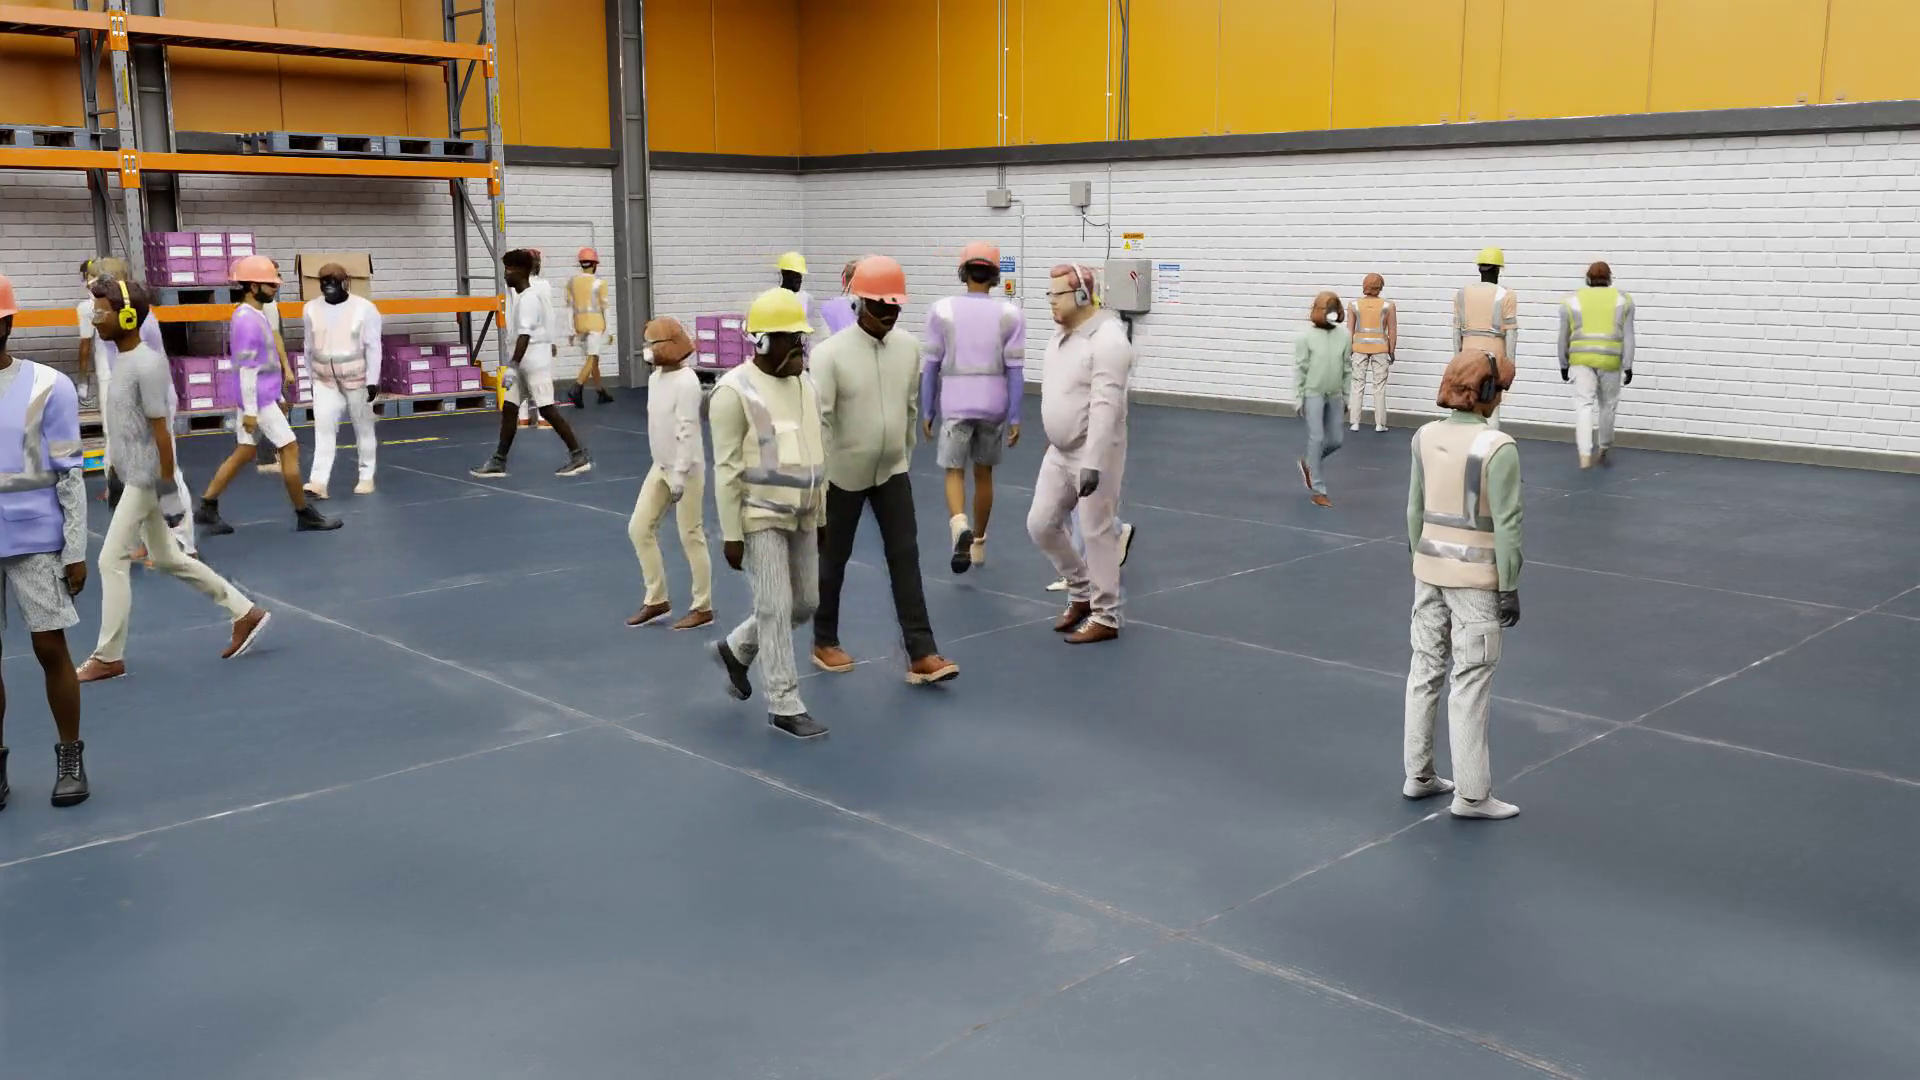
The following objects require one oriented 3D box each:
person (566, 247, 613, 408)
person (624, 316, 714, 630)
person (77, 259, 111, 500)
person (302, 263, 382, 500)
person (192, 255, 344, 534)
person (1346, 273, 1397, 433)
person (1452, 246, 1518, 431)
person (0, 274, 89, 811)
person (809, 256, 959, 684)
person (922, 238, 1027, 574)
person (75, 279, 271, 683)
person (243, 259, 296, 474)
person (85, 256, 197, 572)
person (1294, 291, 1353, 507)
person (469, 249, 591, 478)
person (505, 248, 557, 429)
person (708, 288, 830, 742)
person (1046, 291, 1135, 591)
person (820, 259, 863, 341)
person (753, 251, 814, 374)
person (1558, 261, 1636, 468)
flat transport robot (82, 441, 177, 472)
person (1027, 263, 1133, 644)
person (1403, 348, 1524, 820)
[{"bbox_3d":[-4.417,-2.517,19.694,0.556,1.898,0.966,3,11,18],"label":"person"},{"bbox_3d":[-1.505,-0.320,8.470,0.552,1.615,0.503,-9,13,-39],"label":"person"},{"bbox_3d":[-6.484,-1.229,12.791,0.385,1.847,0.595,5,12,28],"label":"person"},{"bbox_3d":[-4.754,-1.198,12.722,0.639,1.793,0.948,0,10,1],"label":"person"},{"bbox_3d":[-4.783,-0.966,11.230,0.961,1.902,0.560,-5,11,-24],"label":"person"},{"bbox_3d":[4.219,-1.917,17.093,0.514,1.641,0.309,4,11,19],"label":"person"},{"bbox_3d":[4.612,-1.606,14.614,0.596,1.925,0.376,9,14,41],"label":"person"},{"bbox_3d":[-3.345,0.009,5.820,0.540,1.929,0.391,-3,11,-15],"label":"person"},{"bbox_3d":[-0.397,-0.296,7.480,0.637,1.926,0.944,-7,13,-35],"label":"person"},{"bbox_3d":[0.090,-0.779,9.885,0.621,2.010,0.820,0,10,-3],"label":"person"},{"bbox_3d":[-3.728,-0.287,7.686,0.916,1.842,0.528,-7,12,-33],"label":"person"},{"bbox_3d":[-5.833,-1.467,14.121,0.463,1.826,0.520,-8,13,-38],"label":"person"},{"bbox_3d":[-4.921,-0.748,10.021,0.520,1.891,0.760,-6,12,-31],"label":"person"},{"bbox_3d":[2.712,-1.077,12.588,0.504,1.615,0.564,-4,11,-19],"label":"person"},{"bbox_3d":[-3.596,-1.467,13.901,0.989,1.920,0.607,-4,11,-22],"label":"person"},{"bbox_3d":[-4.478,-2.100,17.420,0.583,1.882,0.338,5,11,24],"label":"person"},{"bbox_3d":[-0.794,-0.113,6.770,0.663,1.815,0.608,8,13,35],"label":"person"},{"bbox_3d":[0.768,-0.594,9.601,0.667,1.750,0.531,-7,12,-33],"label":"person"},{"bbox_3d":[-0.778,-1.210,12.698,0.563,1.837,0.389,1,10,4],"label":"person"},{"bbox_3d":[-1.628,-1.637,14.911,0.872,1.890,0.586,8,13,38],"label":"person"},{"bbox_3d":[5.638,-1.564,14.764,0.638,1.784,0.987,4,11,20],"label":"person"},{"bbox_3d":[-7.509,-0.695,14.164,0.652,0.197,1.431,5,11,25],"label":"flat transport robot"},{"bbox_3d":[0.590,-0.419,8.246,0.445,1.887,0.670,-6,12,-30],"label":"person"},{"bbox_3d":[1.751,0.153,5.806,0.309,1.640,0.514,-5,11,-25],"label":"person"}]
